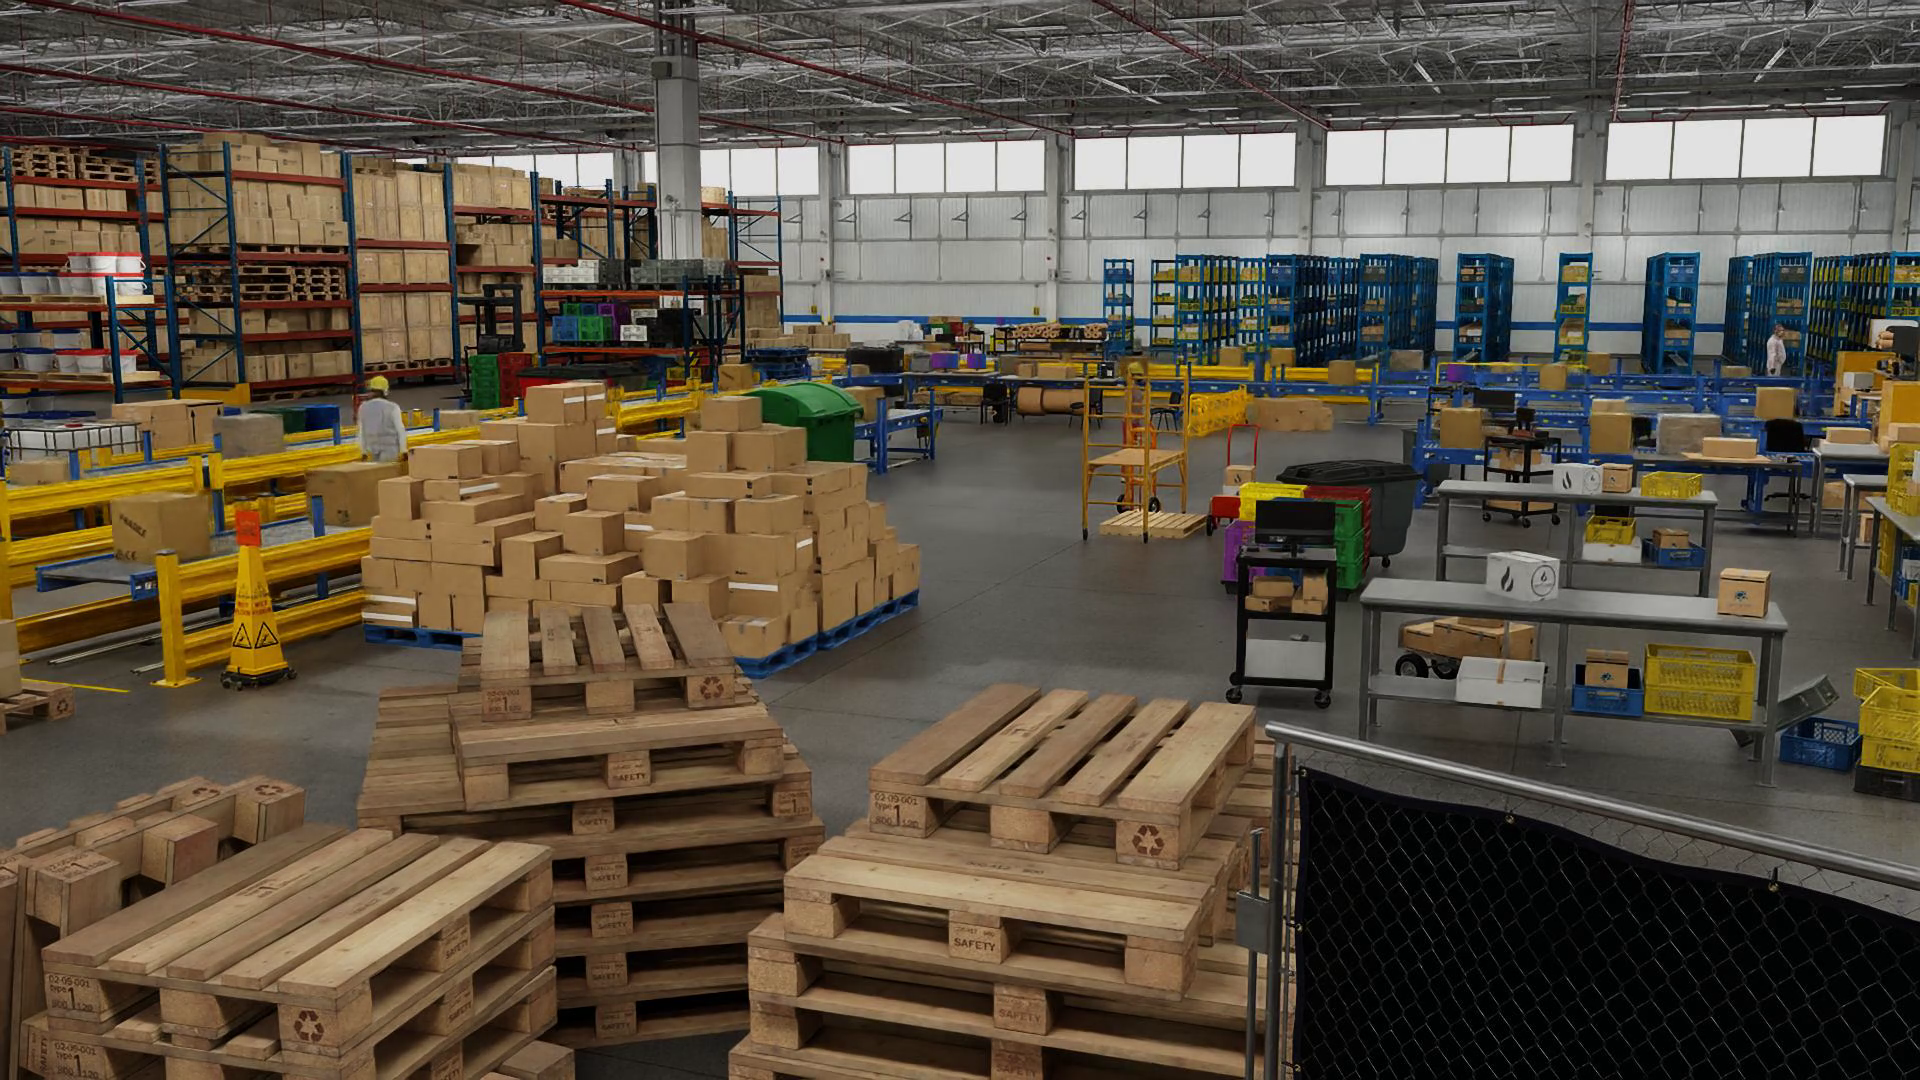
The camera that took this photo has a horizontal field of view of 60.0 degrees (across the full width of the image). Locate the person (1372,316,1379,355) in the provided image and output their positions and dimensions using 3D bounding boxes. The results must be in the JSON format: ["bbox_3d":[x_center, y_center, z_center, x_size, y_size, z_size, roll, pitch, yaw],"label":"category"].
[{"bbox_3d":[13.123,-6.337,52.645,0.379,1.996,0.611,3,10,20],"label":"person"}]

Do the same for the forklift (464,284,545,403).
[{"bbox_3d":[-10.832,-4.702,39.610,1.129,2.768,1.873,3,10,20],"label":"forklift"}]

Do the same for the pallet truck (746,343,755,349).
[{"bbox_3d":[-6.183,-4.618,44.264,1.601,1.201,0.680,-9,12,-43],"label":"pallet truck"}]

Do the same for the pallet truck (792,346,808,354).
[{"bbox_3d":[-3.705,-4.298,42.022,0.653,1.274,1.630,3,10,20],"label":"pallet truck"}]

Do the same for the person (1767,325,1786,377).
[{"bbox_3d":[18.724,-3.985,38.160,0.408,1.906,0.653,6,11,34],"label":"person"}]

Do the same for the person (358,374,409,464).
[{"bbox_3d":[-7.195,-1.144,20.636,0.580,1.812,0.772,3,10,19],"label":"person"}]

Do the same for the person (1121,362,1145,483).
[{"bbox_3d":[2.539,-1.714,24.339,0.330,1.769,0.526,4,10,21],"label":"person"}]
